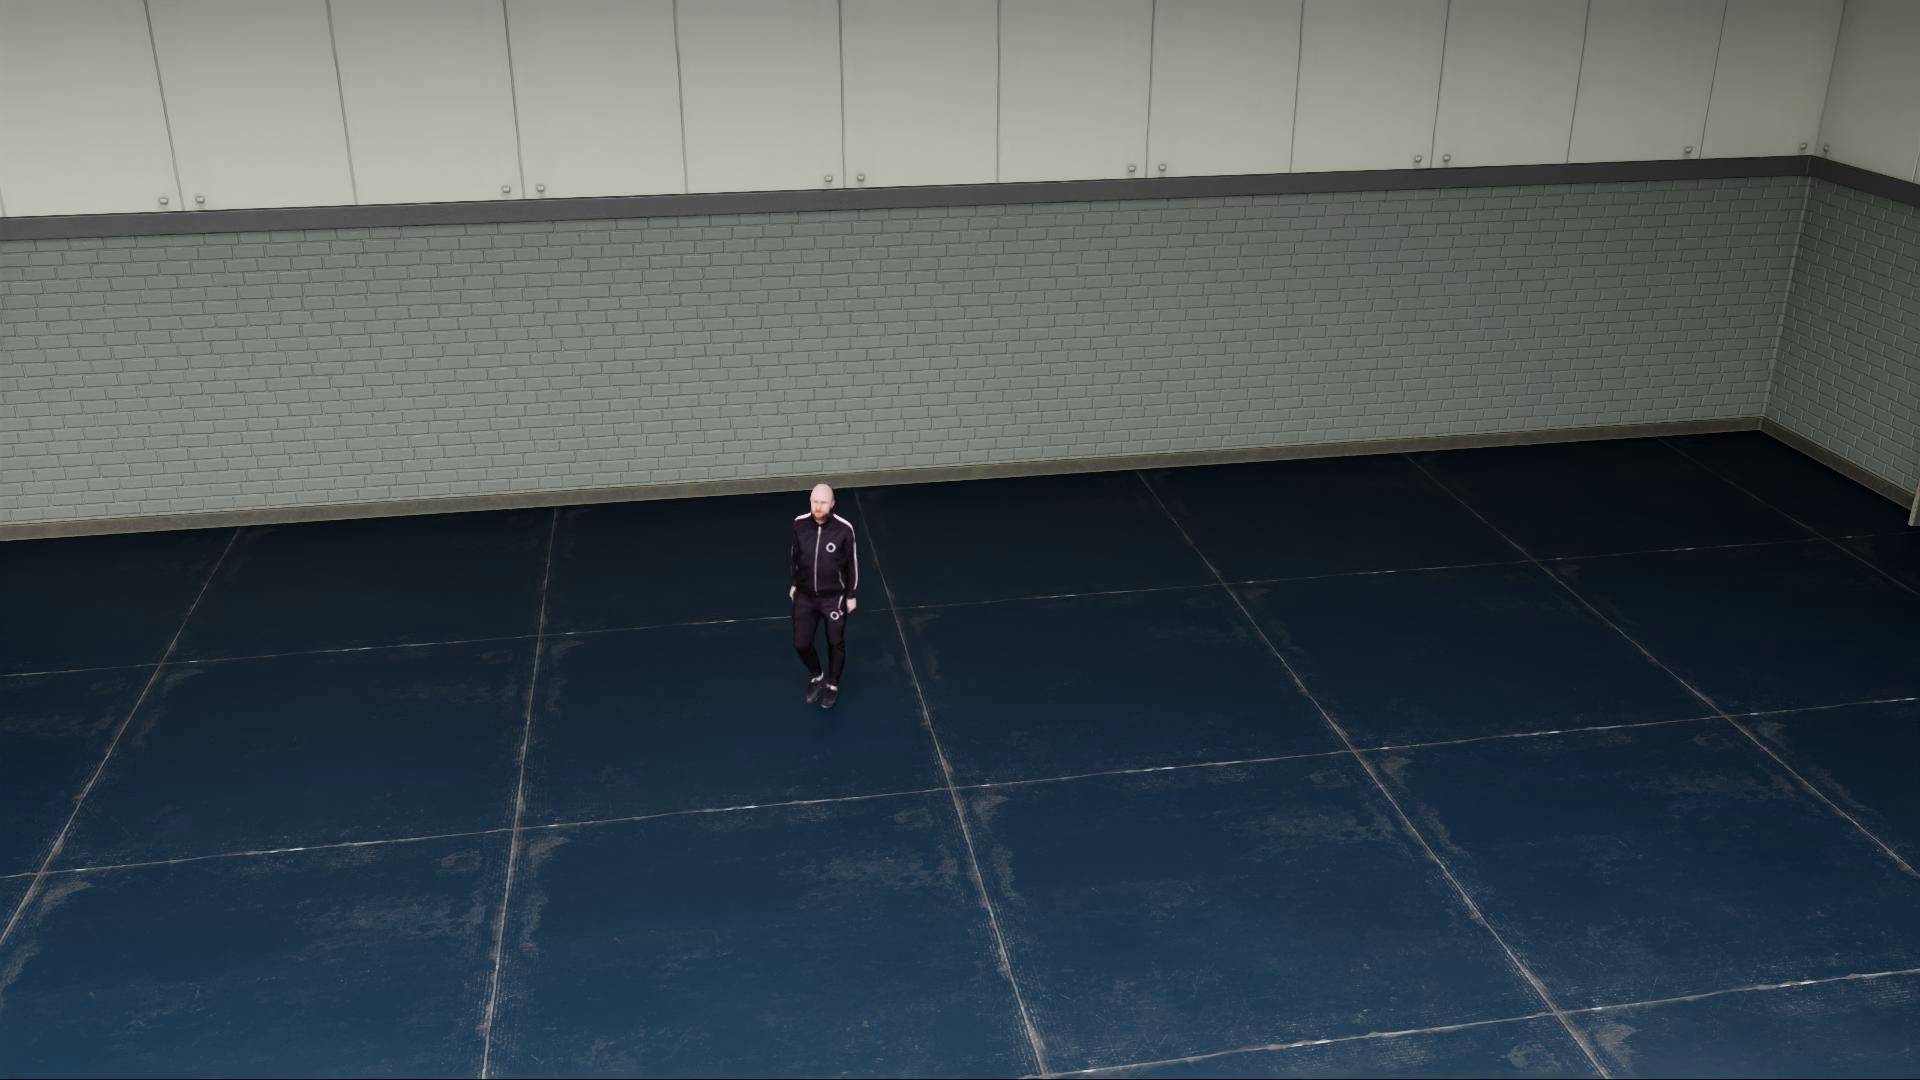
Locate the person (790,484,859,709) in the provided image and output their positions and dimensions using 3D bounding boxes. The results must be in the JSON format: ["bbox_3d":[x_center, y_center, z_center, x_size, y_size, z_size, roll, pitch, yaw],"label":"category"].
[{"bbox_3d":[-1.009,0.389,12.623,0.801,1.821,0.770,5,24,11],"label":"person"}]
